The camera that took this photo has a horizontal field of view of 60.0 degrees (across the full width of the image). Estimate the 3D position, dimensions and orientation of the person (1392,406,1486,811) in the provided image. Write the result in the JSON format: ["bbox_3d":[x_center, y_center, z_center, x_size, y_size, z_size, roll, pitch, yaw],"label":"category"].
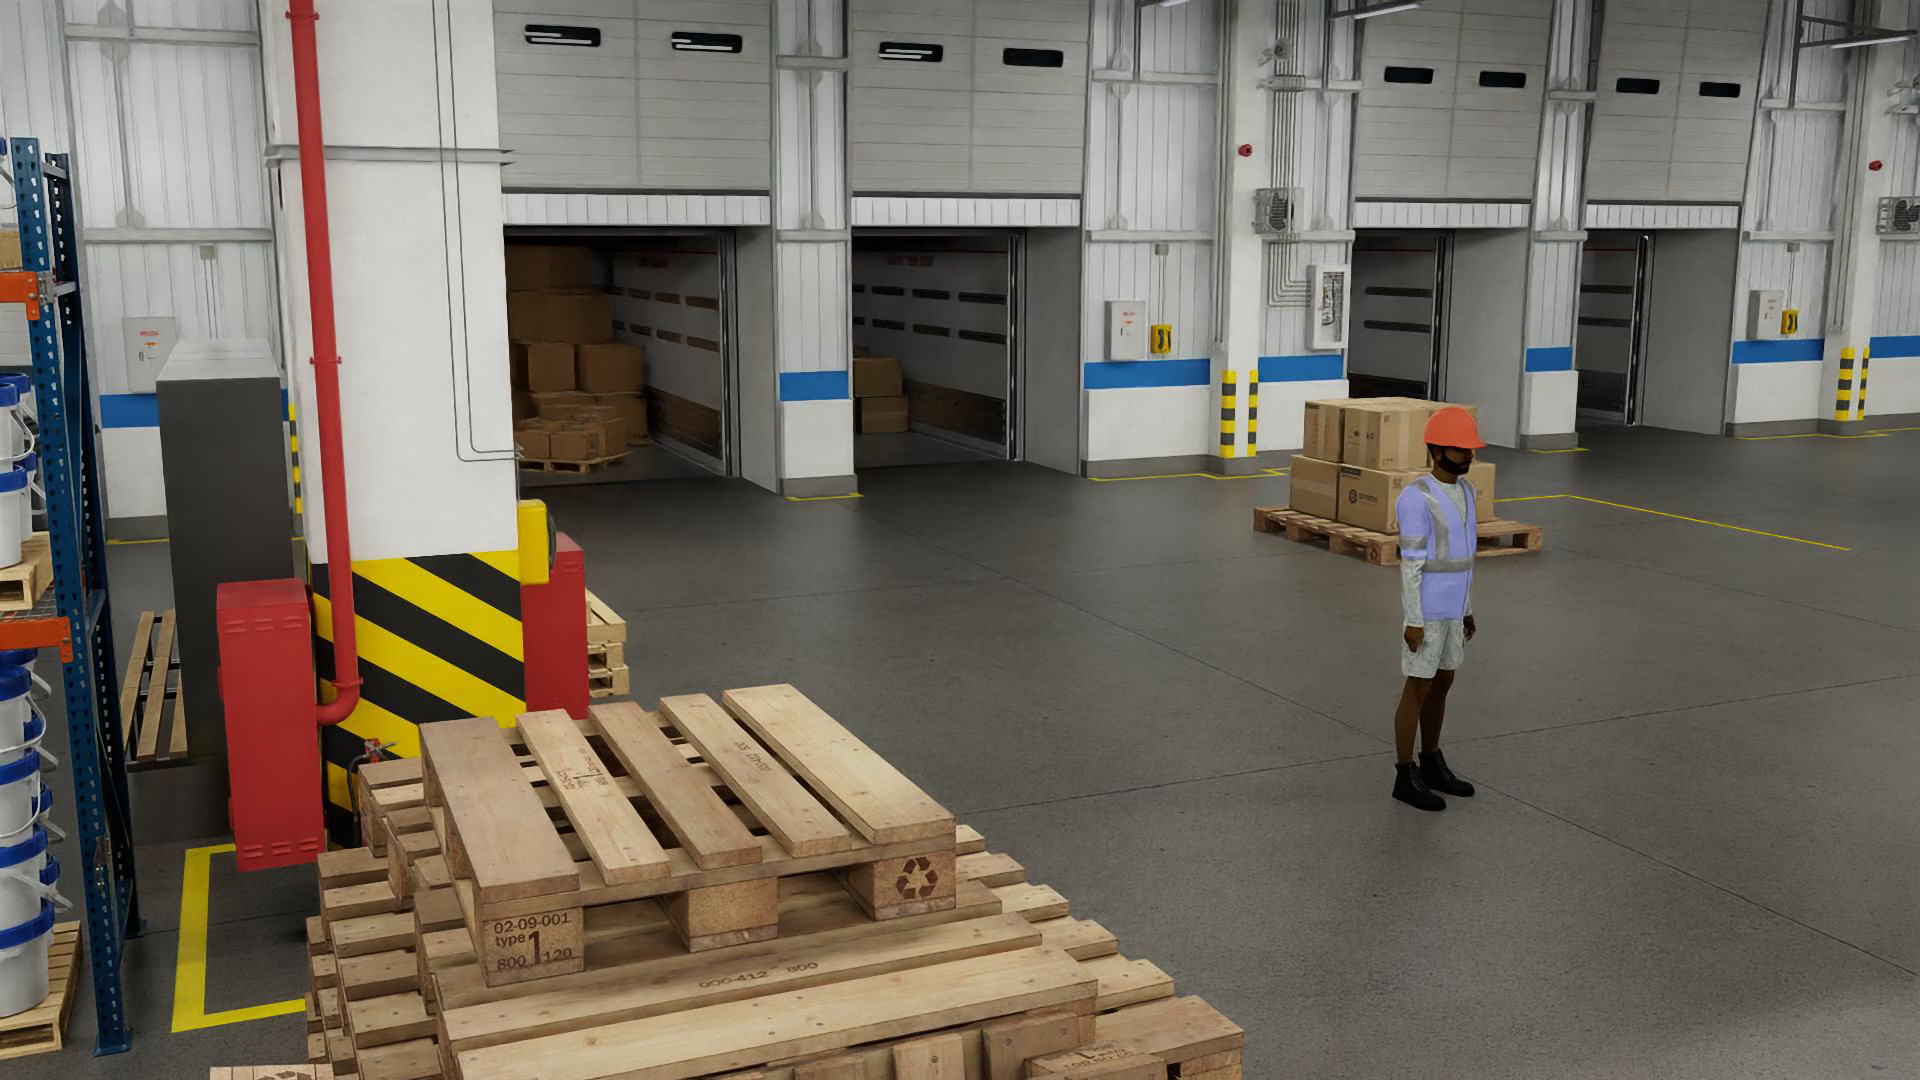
[{"bbox_3d":[2.319,0.322,8.012,0.546,1.938,0.361,-10,14,-44],"label":"person"}]
